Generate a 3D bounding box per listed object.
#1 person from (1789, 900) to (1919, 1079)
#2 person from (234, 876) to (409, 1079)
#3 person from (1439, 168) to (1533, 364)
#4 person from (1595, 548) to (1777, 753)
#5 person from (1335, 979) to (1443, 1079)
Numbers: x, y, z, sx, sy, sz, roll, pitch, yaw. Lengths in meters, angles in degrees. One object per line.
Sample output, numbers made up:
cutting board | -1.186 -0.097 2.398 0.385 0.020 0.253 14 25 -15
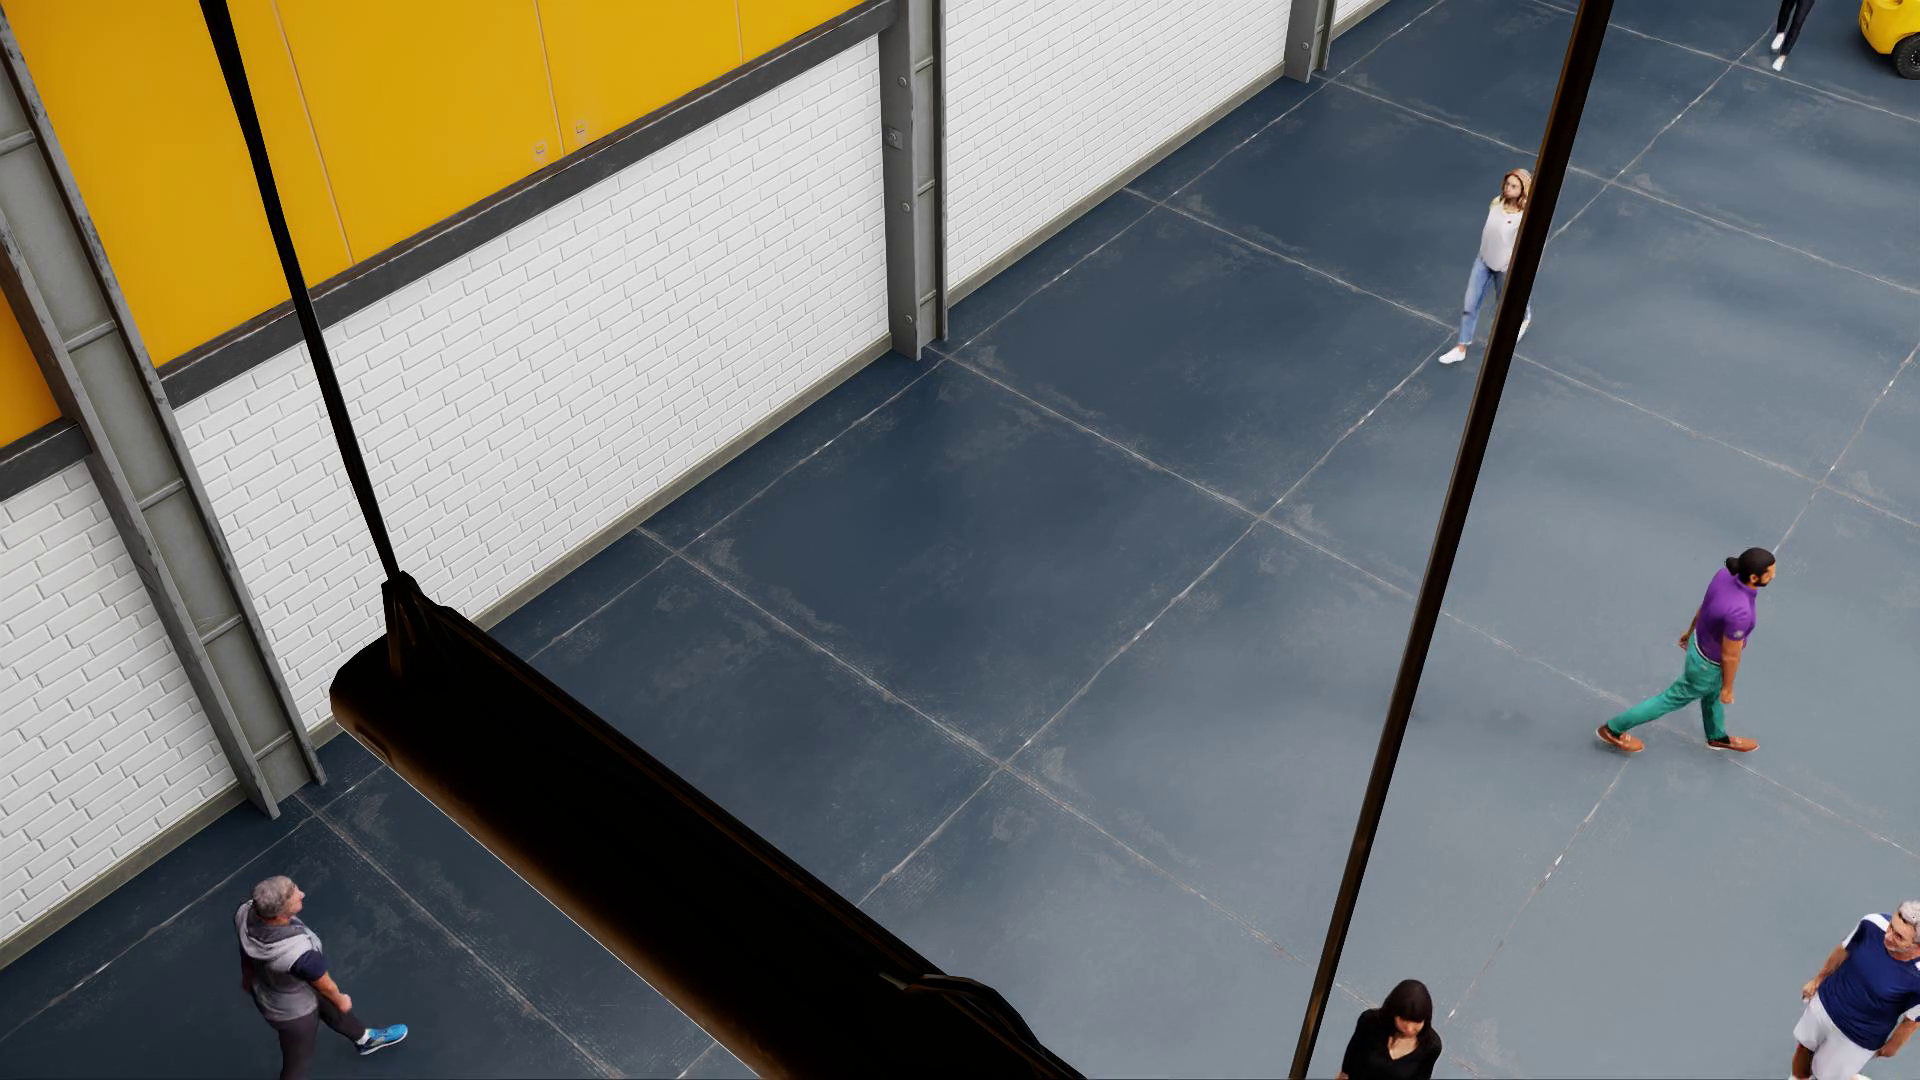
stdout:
person | 4.472 2.325 8.212 0.924 1.826 0.845 -11 45 -12
person | -3.382 2.327 8.251 0.781 1.768 1.090 27 50 25
person | 4.291 -2.154 13.010 1.223 1.691 0.897 -24 48 -23
person | 4.390 0.710 9.984 1.109 1.720 1.251 8 44 9
person | 2.043 2.619 8.034 0.624 1.645 0.602 17 46 17
